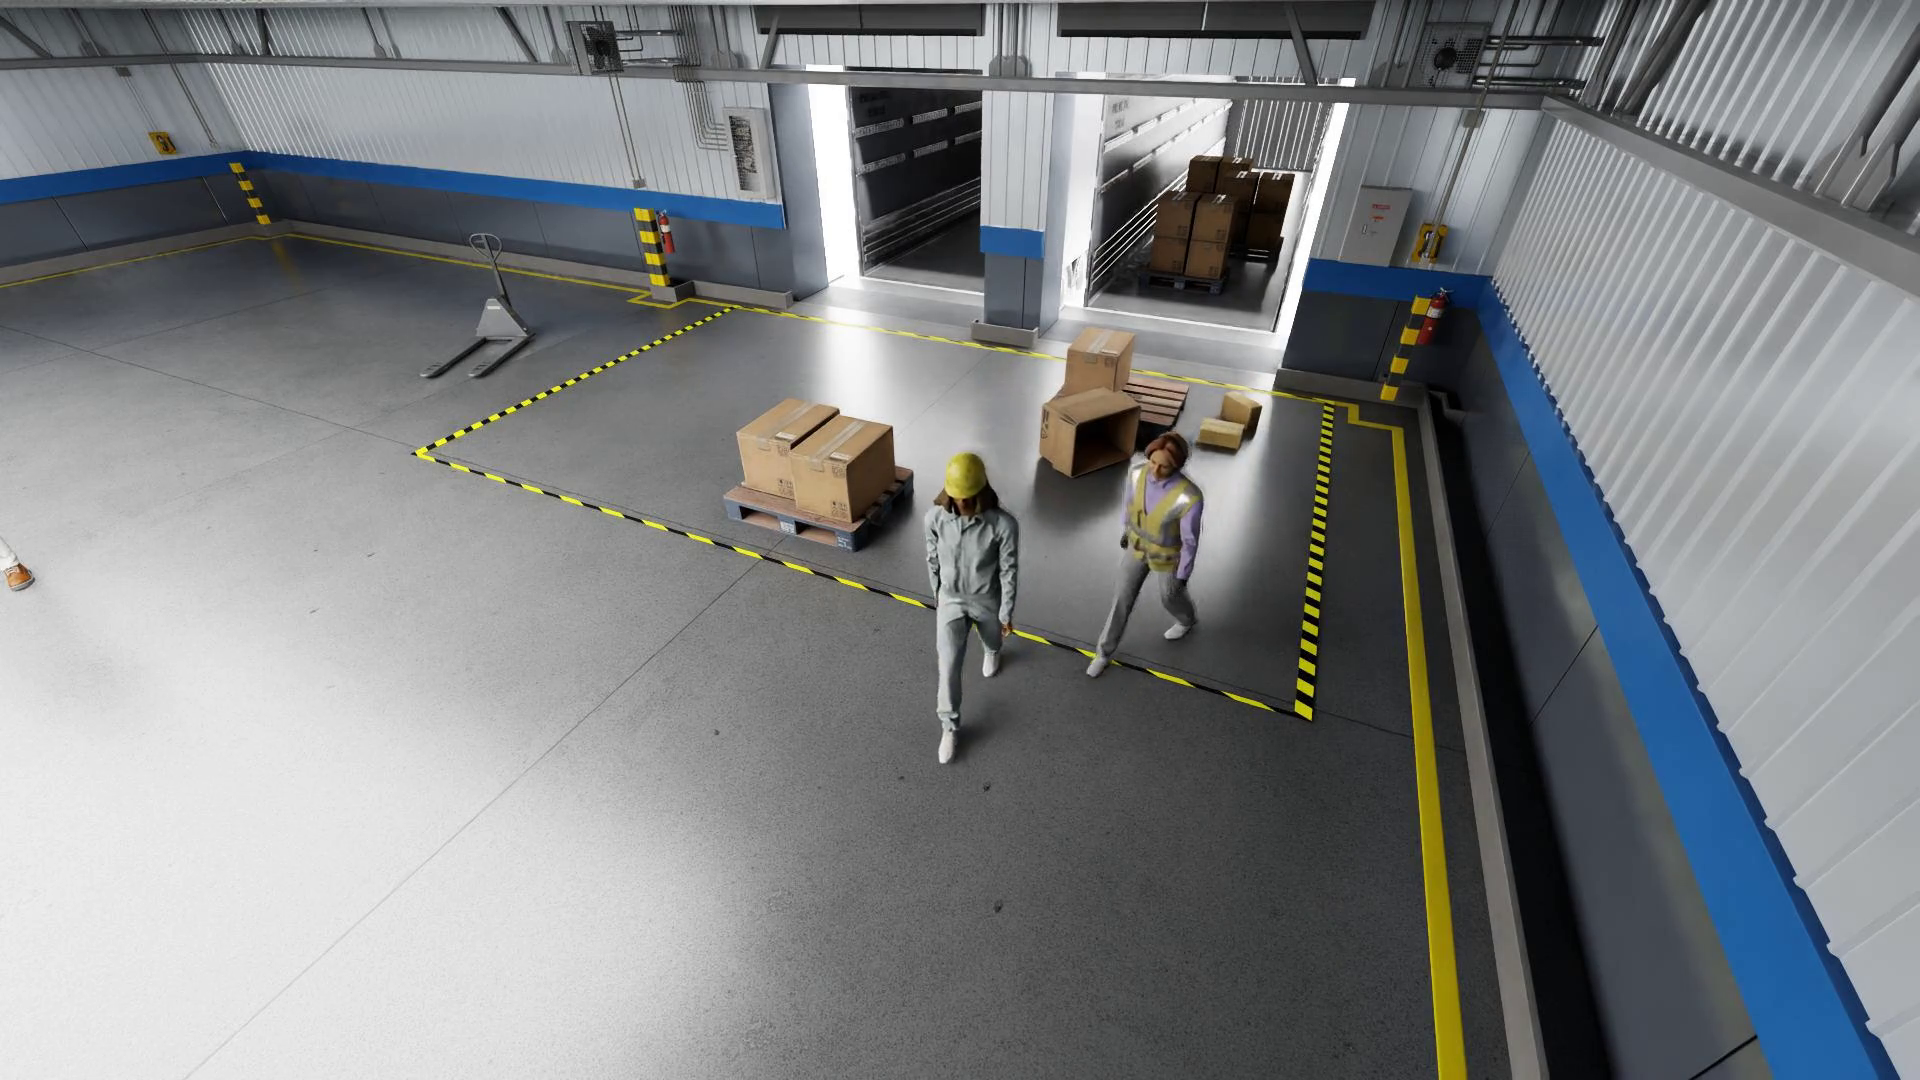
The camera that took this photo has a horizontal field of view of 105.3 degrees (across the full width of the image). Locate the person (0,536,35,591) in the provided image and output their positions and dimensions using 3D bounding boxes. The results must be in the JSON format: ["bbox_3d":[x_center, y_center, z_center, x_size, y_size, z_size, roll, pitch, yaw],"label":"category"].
[{"bbox_3d":[-6.806,-0.433,4.618,0.614,1.945,0.402,-27,44,-33],"label":"person"}]

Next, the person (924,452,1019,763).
[{"bbox_3d":[0.059,0.283,3.824,0.489,1.696,0.914,6,36,8],"label":"person"}]

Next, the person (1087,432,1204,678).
[{"bbox_3d":[1.135,0.065,4.218,0.874,1.585,0.555,-26,43,-32],"label":"person"}]

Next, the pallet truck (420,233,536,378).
[{"bbox_3d":[-5.664,-2.712,8.427,0.680,1.201,1.601,0,35,-1],"label":"pallet truck"}]
